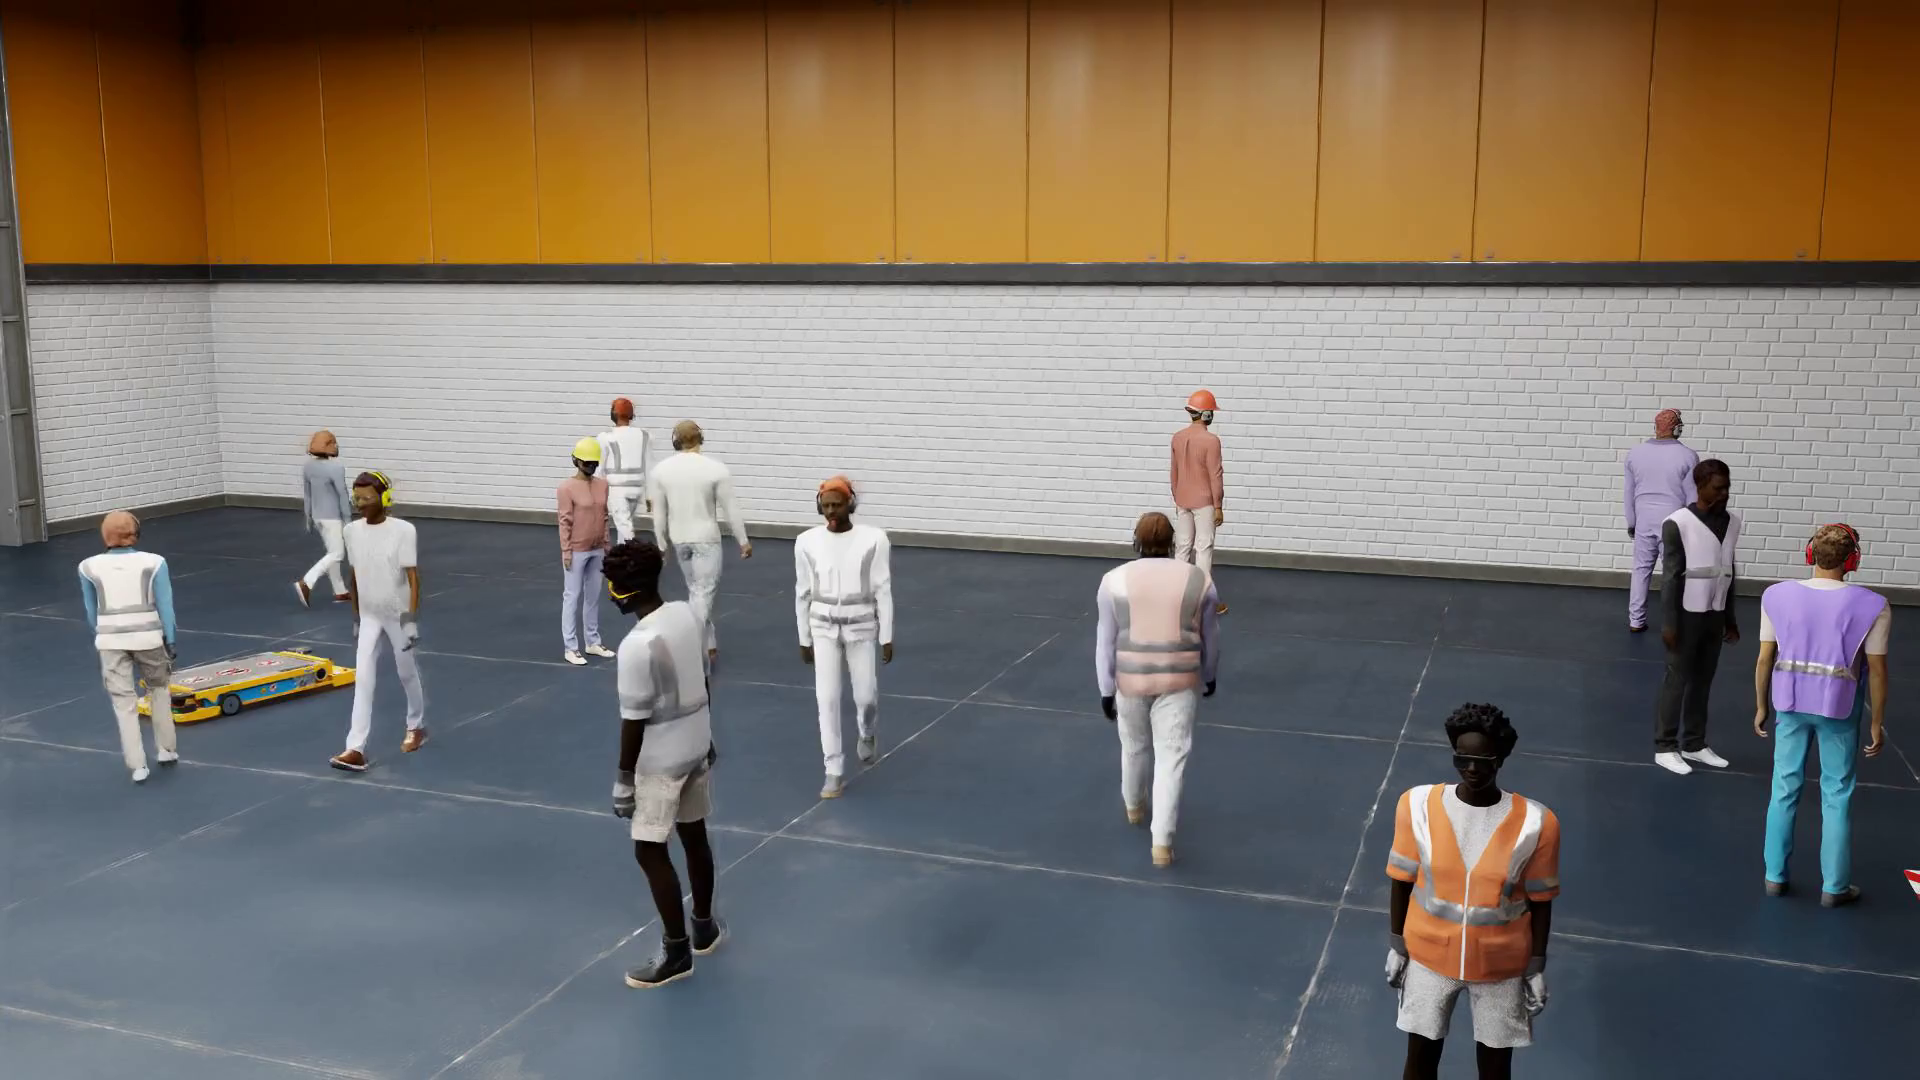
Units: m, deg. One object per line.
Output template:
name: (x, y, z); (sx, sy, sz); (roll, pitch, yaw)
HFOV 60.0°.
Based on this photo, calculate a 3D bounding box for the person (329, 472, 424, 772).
person: (-3.548, 0.491, 10.196); (0.541, 1.816, 0.978); (1, 9, 7)

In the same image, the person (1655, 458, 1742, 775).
person: (4.495, 0.453, 10.147); (0.591, 1.916, 0.385); (-5, 10, -27)

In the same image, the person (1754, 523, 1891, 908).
person: (4.114, 0.837, 7.981); (0.571, 1.843, 0.373); (7, 12, 38)

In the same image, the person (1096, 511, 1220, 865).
person: (1.045, 0.739, 8.790); (0.636, 1.788, 0.982); (1, 9, 9)

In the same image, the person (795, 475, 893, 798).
person: (-0.674, 0.537, 9.803); (0.589, 1.860, 0.698); (1, 9, 5)

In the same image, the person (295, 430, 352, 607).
person: (-5.771, -0.193, 15.074); (0.506, 1.614, 0.679); (6, 11, 32)

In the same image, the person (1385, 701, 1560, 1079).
person: (1.617, 1.343, 5.310); (0.529, 1.693, 0.321); (4, 10, 21)

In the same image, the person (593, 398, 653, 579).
person: (-3.207, -0.444, 15.967); (0.590, 1.843, 0.965); (-8, 12, -41)

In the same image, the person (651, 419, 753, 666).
person: (-2.008, 0.025, 12.828); (0.702, 1.901, 0.616); (3, 10, 20)

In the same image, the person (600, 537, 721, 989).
person: (-1.254, 0.922, 7.214); (0.366, 1.939, 0.746); (3, 10, 18)

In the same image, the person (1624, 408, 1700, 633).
person: (5.863, -0.142, 13.864); (0.409, 1.909, 0.641); (-8, 12, -42)

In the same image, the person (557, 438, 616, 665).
person: (-2.896, 0.080, 12.949); (0.337, 1.759, 0.525); (6, 11, 33)

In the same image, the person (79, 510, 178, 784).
person: (-4.966, 0.622, 9.991); (0.508, 1.613, 0.587); (-3, 10, -20)

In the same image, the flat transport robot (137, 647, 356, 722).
flat transport robot: (-5.080, 1.008, 11.789); (0.652, 0.197, 1.431); (6, 11, 32)

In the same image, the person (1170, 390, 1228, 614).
person: (2.123, -0.334, 14.781); (0.377, 1.995, 0.608); (-6, 11, -35)
